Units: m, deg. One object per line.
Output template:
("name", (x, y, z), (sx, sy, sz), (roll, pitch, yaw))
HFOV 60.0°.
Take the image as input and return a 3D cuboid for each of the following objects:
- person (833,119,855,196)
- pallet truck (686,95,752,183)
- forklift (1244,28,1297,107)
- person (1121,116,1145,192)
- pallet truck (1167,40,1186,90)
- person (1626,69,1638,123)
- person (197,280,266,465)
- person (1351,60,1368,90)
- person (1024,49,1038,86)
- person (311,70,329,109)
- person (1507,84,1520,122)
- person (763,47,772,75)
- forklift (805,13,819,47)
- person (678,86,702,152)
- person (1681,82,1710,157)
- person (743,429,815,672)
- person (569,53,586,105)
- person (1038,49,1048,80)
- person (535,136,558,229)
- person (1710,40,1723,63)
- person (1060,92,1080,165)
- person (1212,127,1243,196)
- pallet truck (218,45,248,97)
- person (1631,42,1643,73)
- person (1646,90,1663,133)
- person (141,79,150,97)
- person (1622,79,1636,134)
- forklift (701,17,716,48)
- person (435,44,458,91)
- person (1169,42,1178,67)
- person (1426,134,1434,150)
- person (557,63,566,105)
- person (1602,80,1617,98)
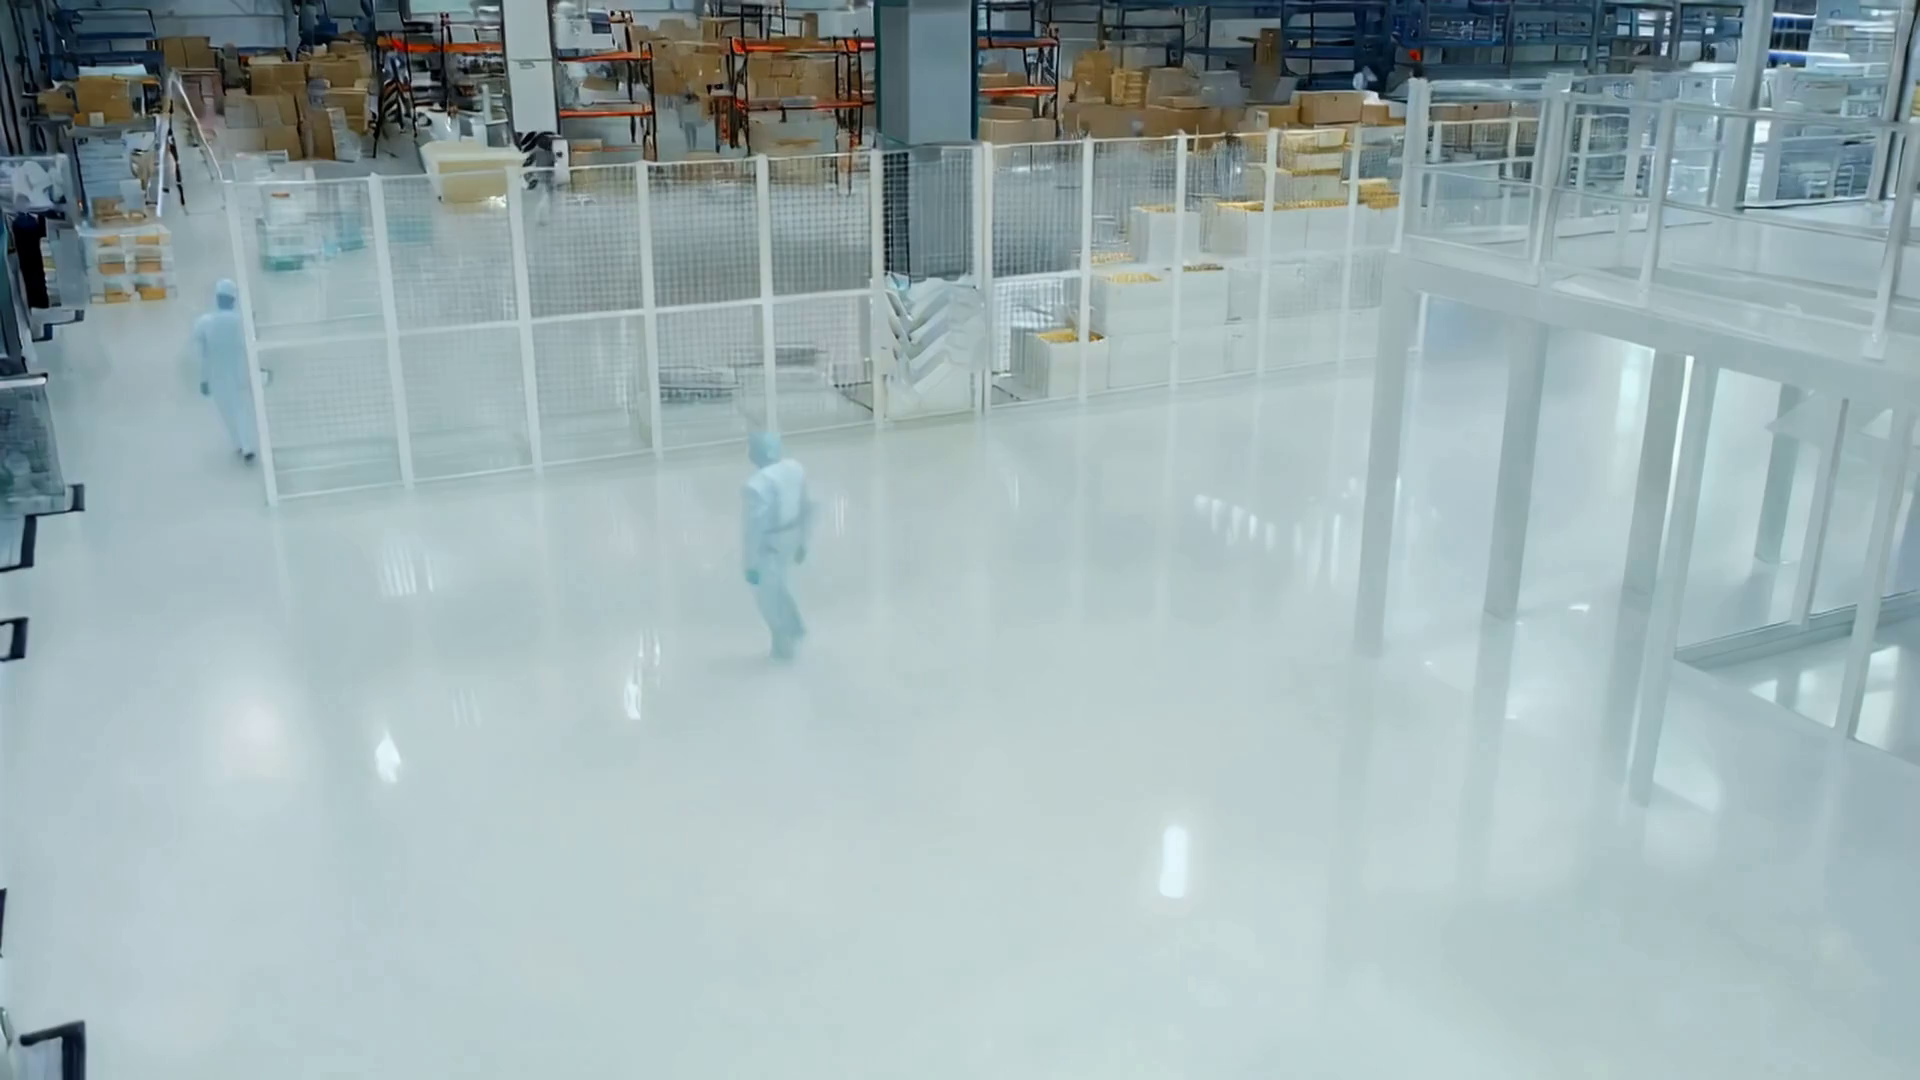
("person", (-2.603, -8.603, 37.410), (0.534, 1.692, 0.321), (5, 20, 14))
("pallet truck", (-5.836, -9.608, 39.856), (0.823, 1.965, 1.885), (10, 22, 27))
("forklift", (11.178, -17.014, 59.991), (1.873, 2.768, 1.129), (-9, 21, -25))
("person", (3.966, -8.786, 37.879), (0.442, 1.719, 0.556), (-1, 19, -3))
("pallet truck", (9.045, -19.971, 69.895), (0.823, 1.965, 1.885), (-3, 19, -8))
("person", (22.122, -14.584, 54.648), (0.343, 1.759, 0.526), (8, 20, 21))
("person", (-7.535, -1.730, 17.235), (0.636, 1.874, 1.010), (-6, 20, -18))
("person", (13.051, -14.632, 54.355), (0.536, 2.000, 0.681), (5, 20, 15))
("person", (3.055, -20.409, 71.281), (0.594, 1.922, 0.388), (0, 19, 0))
("person", (-19.609, -13.428, 51.024), (0.547, 1.934, 0.376), (5, 20, 14))
("person", (15.708, -12.137, 47.476), (1.020, 1.816, 0.530), (17, 25, 40))
("person", (-7.745, -18.550, 65.942), (0.647, 1.898, 1.011), (-5, 20, -15))
("forklift", (-7.058, -23.771, 79.578), (1.873, 2.768, 1.129), (-9, 21, -25))
("person", (-7.333, -11.375, 45.184), (0.625, 1.870, 1.007), (-4, 19, -11))
("person", (19.992, -11.451, 45.280), (0.625, 1.934, 0.883), (8, 21, 22))
("person", (-1.349, 0.082, 12.021), (0.444, 1.827, 0.655), (10, 21, 27))
("person", (-14.259, -17.119, 61.791), (0.555, 1.903, 0.962), (-18, 26, -41))
("person", (3.741, -21.737, 75.608), (0.518, 1.609, 0.811), (9, 21, 25))
("person", (-8.106, -7.000, 32.598), (0.458, 1.804, 0.659), (-3, 19, -8))
("person", (32.727, -20.805, 72.334), (0.938, 1.998, 0.636), (8, 21, 23))
("person", (2.849, -10.694, 43.217), (0.520, 1.852, 0.404), (-2, 19, -6))
("person", (5.272, -7.145, 32.813), (0.629, 1.934, 0.376), (13, 23, 33))
("pallet truck", (-28.879, -18.665, 66.111), (0.823, 1.965, 1.885), (-3, 19, -9))
("person", (30.049, -21.349, 74.044), (0.678, 1.890, 0.461), (-13, 23, -33))
("person", (19.652, -11.894, 47.009), (0.538, 1.630, 0.867), (6, 20, 16))
("person", (-25.087, -13.432, 51.496), (0.515, 1.634, 0.313), (9, 21, 25))
("person", (20.684, -13.458, 51.388), (0.547, 1.747, 0.515), (1, 19, 3))
("forklift", (-10.921, -21.323, 72.480), (1.873, 2.768, 1.129), (-9, 21, -25))
("person", (-21.249, -19.525, 68.774), (1.029, 1.880, 0.656), (-4, 19, -11))
("person", (9.639, -21.407, 74.327), (0.648, 1.821, 0.633), (-8, 20, -21))
("person", (8.840, -6.824, 31.954), (0.824, 1.897, 0.588), (-14, 23, -35))
("person", (-14.237, -16.320, 59.486), (0.356, 1.883, 0.572), (-6, 20, -17))
("person", (18.780, -12.506, 48.321), (0.374, 1.958, 0.599), (-3, 19, -10))
